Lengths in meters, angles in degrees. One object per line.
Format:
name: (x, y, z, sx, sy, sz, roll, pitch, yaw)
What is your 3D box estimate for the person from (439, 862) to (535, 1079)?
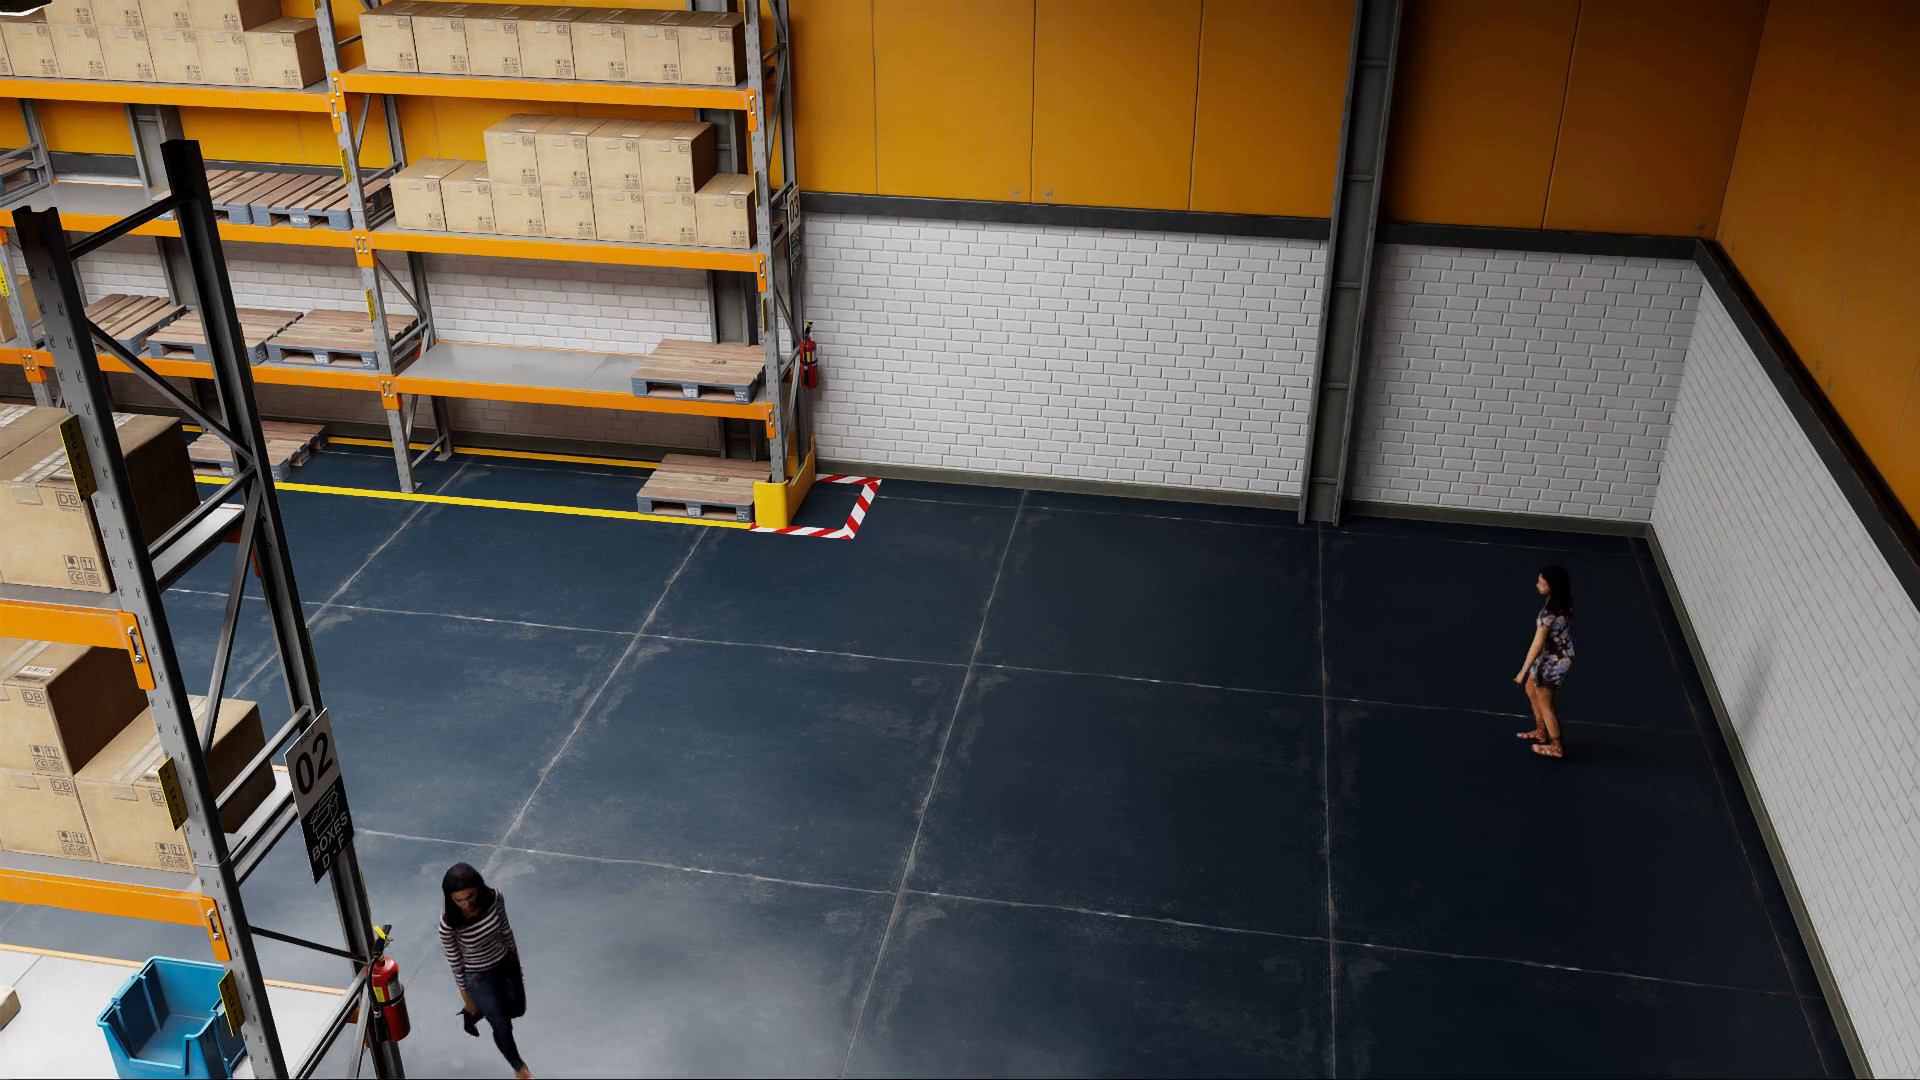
person: (-2.837, 2.562, 9.795, 0.988, 1.764, 0.850, 19, 34, 31)

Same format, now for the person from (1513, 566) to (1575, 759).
person: (4.606, 0.966, 12.791, 0.795, 1.698, 0.762, 26, 38, 38)
